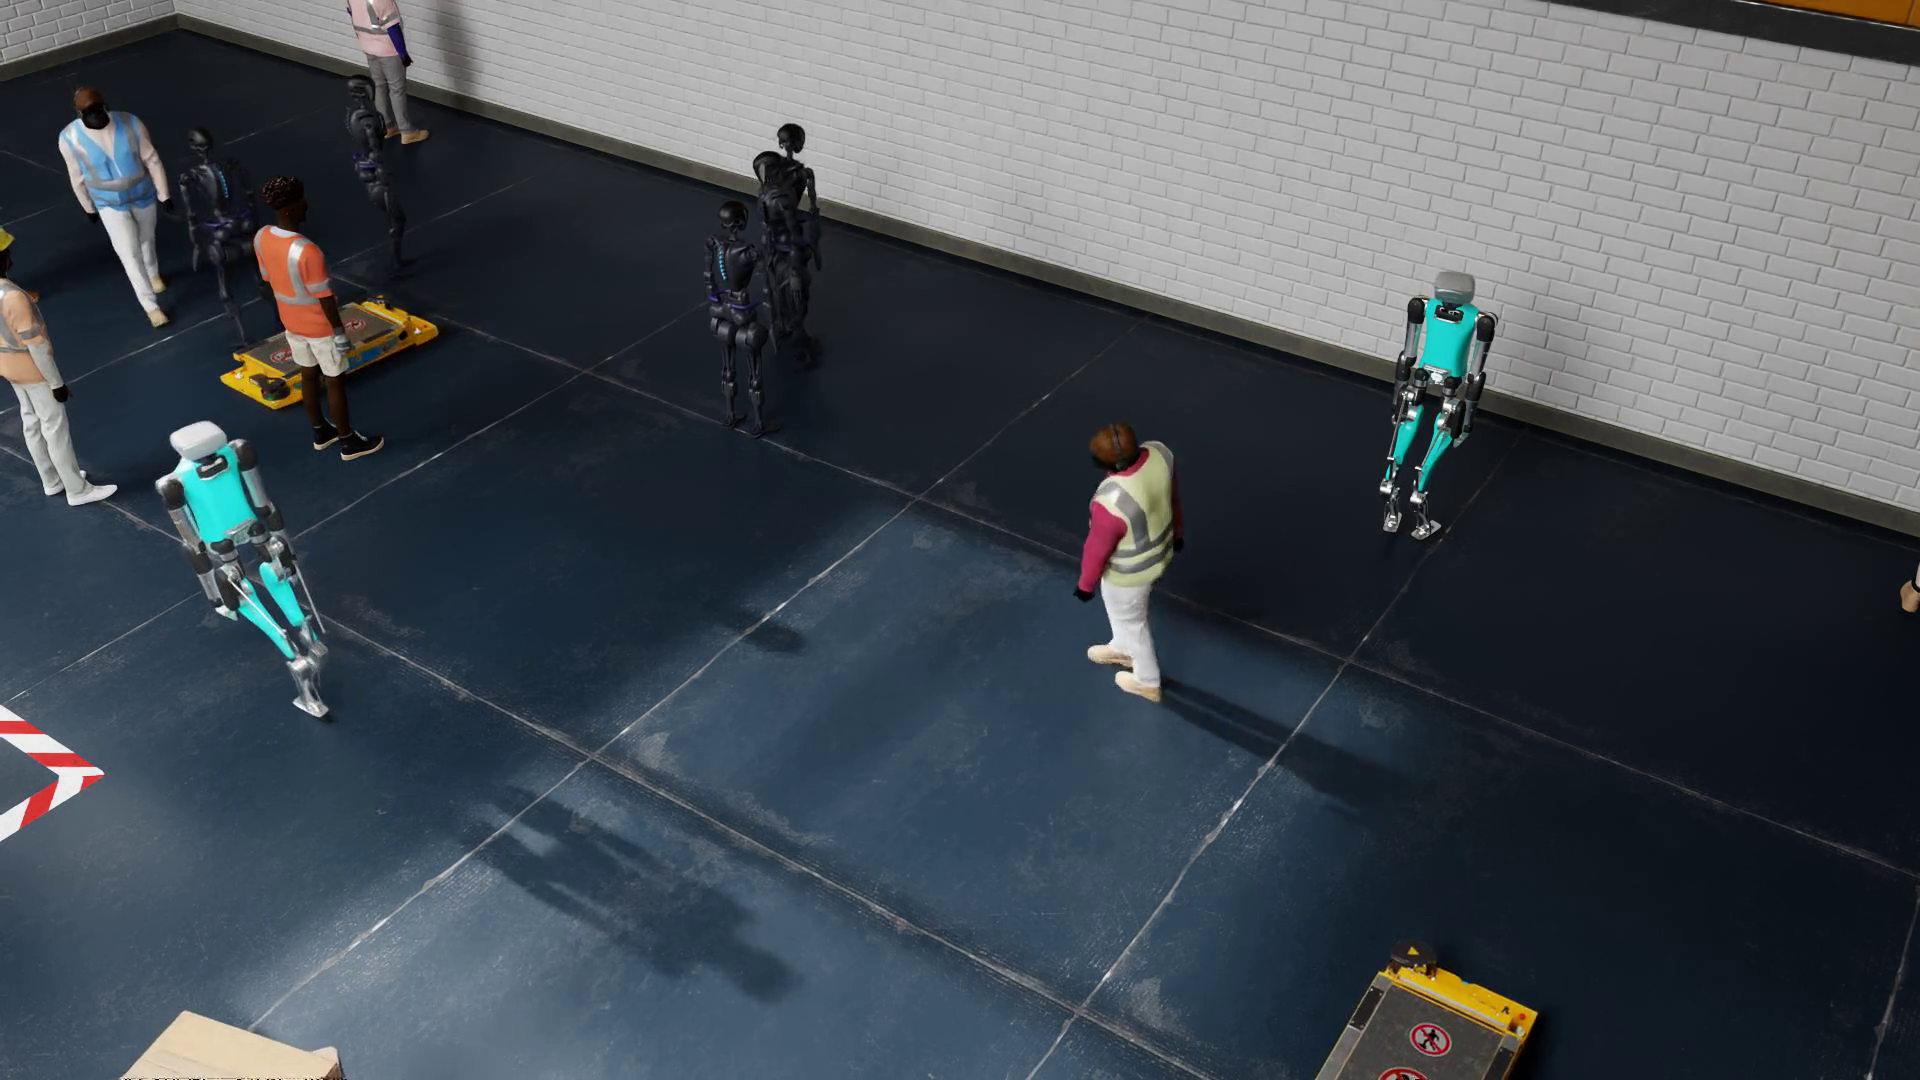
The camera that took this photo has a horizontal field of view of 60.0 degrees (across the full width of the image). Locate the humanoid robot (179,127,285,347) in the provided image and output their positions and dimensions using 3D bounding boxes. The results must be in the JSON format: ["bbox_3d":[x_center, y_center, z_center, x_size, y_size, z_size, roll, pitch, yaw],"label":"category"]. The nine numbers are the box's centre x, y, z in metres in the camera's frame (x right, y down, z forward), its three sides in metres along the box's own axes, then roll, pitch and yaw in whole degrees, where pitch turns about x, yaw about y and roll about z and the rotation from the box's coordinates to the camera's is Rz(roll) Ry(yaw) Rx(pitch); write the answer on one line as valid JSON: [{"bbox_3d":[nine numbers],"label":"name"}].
[{"bbox_3d":[-5.354,-2.225,12.218,0.400,1.639,0.598,22,41,28],"label":"humanoid robot"}]

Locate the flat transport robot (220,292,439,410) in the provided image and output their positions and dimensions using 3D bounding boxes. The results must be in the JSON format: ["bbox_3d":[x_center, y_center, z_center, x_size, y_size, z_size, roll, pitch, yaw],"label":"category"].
[{"bbox_3d":[-4.643,-1.408,12.276,0.659,0.231,1.431,24,41,30],"label":"flat transport robot"}]

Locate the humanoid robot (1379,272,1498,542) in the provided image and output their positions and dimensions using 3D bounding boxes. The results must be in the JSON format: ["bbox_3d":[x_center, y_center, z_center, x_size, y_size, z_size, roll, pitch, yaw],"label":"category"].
[{"bbox_3d":[2.745,-0.715,9.889,0.533,1.677,0.735,21,40,27],"label":"humanoid robot"}]

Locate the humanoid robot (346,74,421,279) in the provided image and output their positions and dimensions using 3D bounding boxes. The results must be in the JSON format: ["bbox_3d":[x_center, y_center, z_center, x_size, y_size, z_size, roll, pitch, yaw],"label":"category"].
[{"bbox_3d":[-4.570,-2.861,13.115,0.332,1.649,0.616,-15,38,-20],"label":"humanoid robot"}]

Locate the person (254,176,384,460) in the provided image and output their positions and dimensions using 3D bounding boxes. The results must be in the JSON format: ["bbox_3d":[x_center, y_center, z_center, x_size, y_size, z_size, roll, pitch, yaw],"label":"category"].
[{"bbox_3d":[-4.213,-1.435,10.835,0.611,1.965,0.362,21,40,27],"label":"person"}]

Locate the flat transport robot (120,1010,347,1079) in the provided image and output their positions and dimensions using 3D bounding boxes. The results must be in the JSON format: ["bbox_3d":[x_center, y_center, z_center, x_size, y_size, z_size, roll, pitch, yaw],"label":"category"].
[{"bbox_3d":[-2.853,2.753,6.329,1.431,0.231,0.659,-12,37,-16],"label":"flat transport robot"}]

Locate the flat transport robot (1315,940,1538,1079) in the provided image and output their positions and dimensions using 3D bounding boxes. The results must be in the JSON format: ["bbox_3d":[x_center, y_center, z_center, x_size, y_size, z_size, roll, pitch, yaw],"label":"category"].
[{"bbox_3d":[1.874,2.310,6.962,0.659,0.231,1.431,21,40,27],"label":"flat transport robot"}]

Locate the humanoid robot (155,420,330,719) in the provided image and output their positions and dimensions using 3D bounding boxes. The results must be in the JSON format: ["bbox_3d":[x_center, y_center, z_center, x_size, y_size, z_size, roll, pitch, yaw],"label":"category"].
[{"bbox_3d":[-3.562,0.264,8.632,0.800,1.791,0.534,22,40,28],"label":"humanoid robot"}]

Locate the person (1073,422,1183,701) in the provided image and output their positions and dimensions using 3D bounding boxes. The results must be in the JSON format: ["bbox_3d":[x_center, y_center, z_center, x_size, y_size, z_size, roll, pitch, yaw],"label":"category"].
[{"bbox_3d":[0.856,0.107,8.781,0.587,1.793,0.702,17,39,23],"label":"person"}]

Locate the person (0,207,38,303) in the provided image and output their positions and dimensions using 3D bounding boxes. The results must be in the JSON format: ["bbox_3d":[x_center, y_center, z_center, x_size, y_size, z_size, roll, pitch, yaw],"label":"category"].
[{"bbox_3d":[-7.532,-2.709,12.641,0.625,1.987,0.406,21,40,27],"label":"person"}]

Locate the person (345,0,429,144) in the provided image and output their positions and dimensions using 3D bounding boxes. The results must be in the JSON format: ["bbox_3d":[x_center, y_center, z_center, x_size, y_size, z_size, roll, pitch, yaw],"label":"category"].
[{"bbox_3d":[-5.364,-4.587,15.524,0.622,1.753,0.420,21,40,27],"label":"person"}]

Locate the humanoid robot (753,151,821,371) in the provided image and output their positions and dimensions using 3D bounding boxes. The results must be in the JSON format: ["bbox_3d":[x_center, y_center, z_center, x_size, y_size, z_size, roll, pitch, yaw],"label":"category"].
[{"bbox_3d":[-1.211,-1.993,11.896,0.407,1.640,0.605,-15,38,-20],"label":"humanoid robot"}]

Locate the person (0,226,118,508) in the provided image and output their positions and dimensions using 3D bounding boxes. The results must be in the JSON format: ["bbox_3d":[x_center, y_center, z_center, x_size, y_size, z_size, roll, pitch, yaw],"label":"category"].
[{"bbox_3d":[-5.794,-1.088,10.371,0.592,1.928,0.359,21,40,27],"label":"person"}]

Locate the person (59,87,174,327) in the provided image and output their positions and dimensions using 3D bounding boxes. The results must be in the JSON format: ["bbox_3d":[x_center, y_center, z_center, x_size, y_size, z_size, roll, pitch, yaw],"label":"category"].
[{"bbox_3d":[-6.346,-2.586,12.640,0.624,1.786,0.996,-24,42,-31],"label":"person"}]

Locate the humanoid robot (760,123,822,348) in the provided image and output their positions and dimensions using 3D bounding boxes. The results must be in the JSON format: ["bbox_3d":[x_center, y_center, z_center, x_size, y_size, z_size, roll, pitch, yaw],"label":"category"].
[{"bbox_3d":[-1.275,-2.230,12.230,0.612,1.643,0.457,26,42,32],"label":"humanoid robot"}]

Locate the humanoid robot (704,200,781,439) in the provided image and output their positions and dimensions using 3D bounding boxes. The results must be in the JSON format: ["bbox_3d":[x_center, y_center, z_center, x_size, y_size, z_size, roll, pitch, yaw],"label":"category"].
[{"bbox_3d":[-1.480,-1.489,11.151,0.599,1.657,0.315,21,40,27],"label":"humanoid robot"}]

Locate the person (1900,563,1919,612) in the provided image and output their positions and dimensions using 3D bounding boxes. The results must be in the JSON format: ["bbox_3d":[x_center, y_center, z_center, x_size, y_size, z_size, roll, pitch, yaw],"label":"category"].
[{"bbox_3d":[5.782,-0.356,9.359,0.485,1.892,0.379,21,40,27],"label":"person"}]
